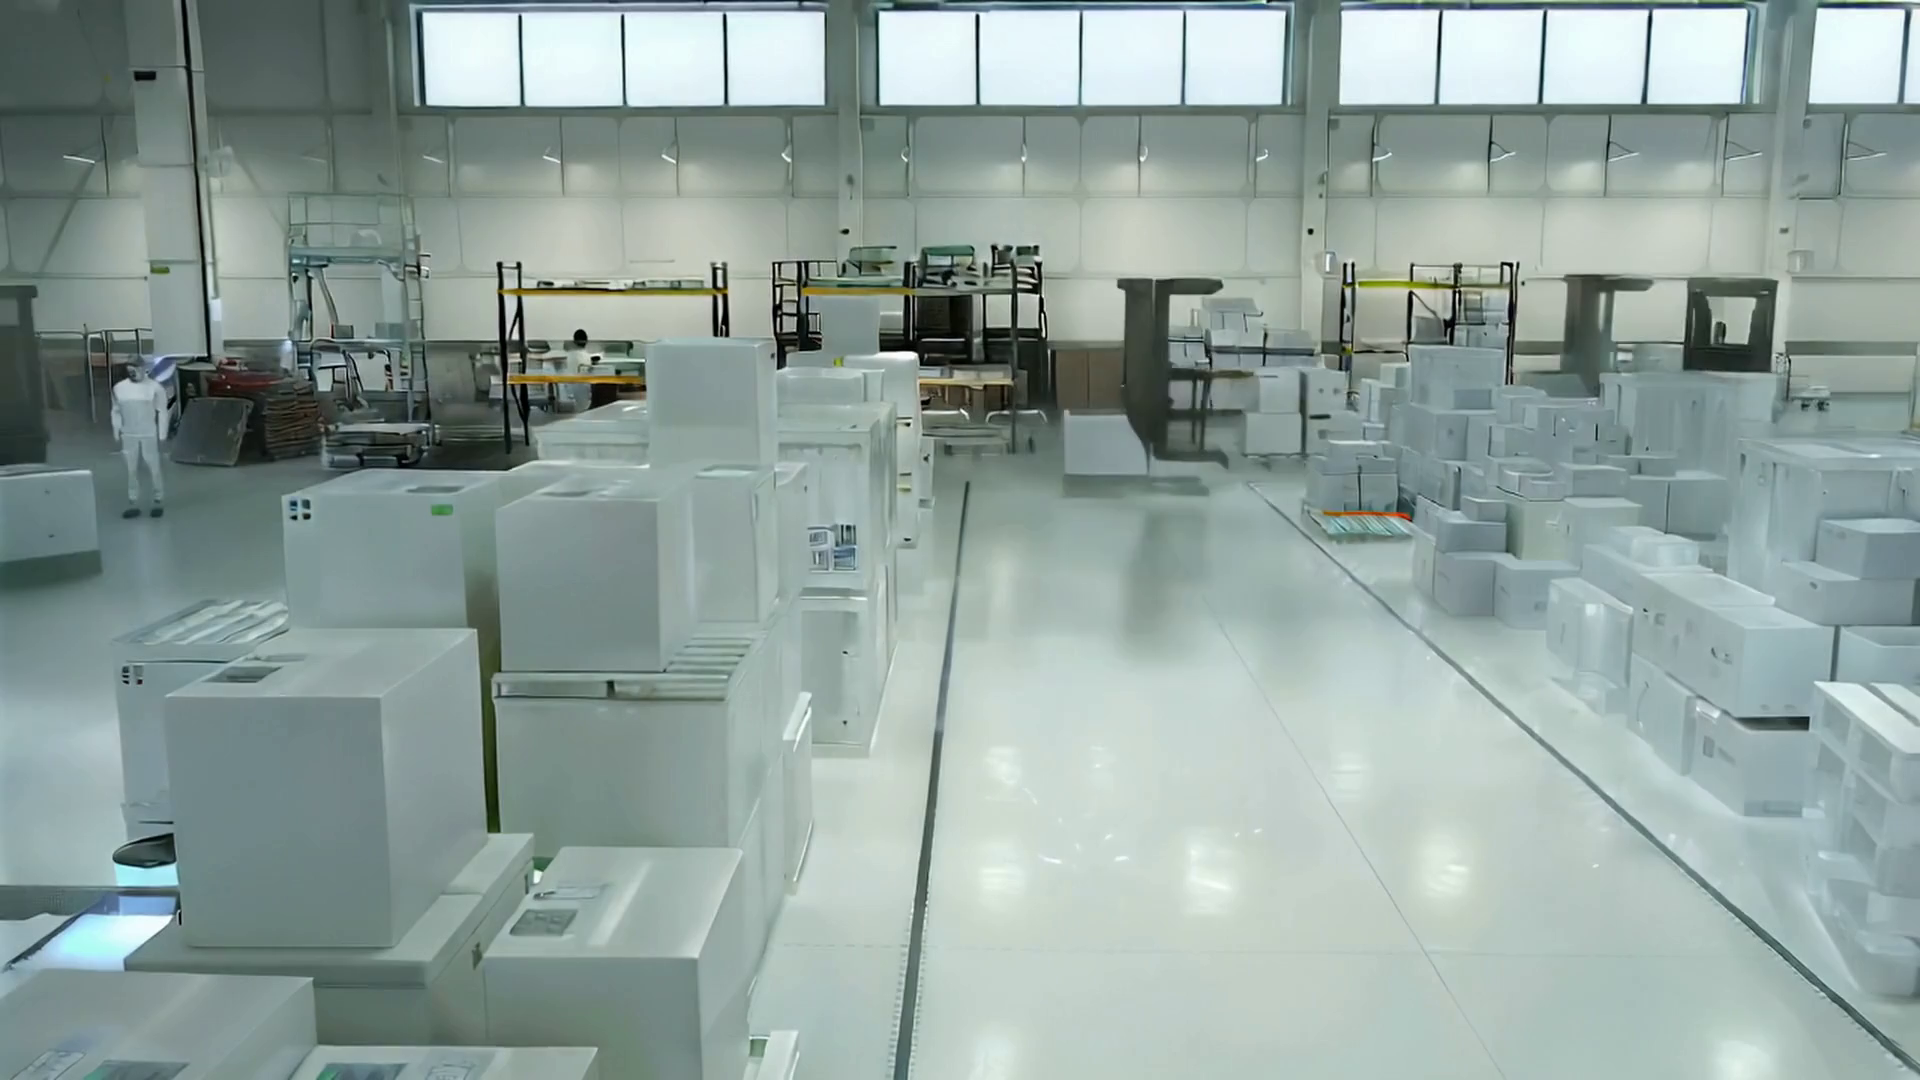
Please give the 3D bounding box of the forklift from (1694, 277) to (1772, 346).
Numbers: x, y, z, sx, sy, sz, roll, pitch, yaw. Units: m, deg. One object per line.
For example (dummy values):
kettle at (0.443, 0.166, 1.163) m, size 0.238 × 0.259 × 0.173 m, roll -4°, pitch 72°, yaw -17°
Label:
forklift at (10.516, -2.201, 22.820) m, size 1.129 × 2.768 × 1.873 m, roll 5°, pitch 11°, yaw 26°

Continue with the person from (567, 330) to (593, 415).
person at (-6.256, -2.511, 27.542) m, size 0.374 × 1.932 × 0.544 m, roll 3°, pitch 10°, yaw 18°

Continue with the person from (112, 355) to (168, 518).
person at (-9.753, -1.228, 19.804) m, size 0.627 × 1.940 × 0.372 m, roll -1°, pitch 10°, yaw -4°

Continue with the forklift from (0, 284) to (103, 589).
forklift at (-9.182, -1.025, 15.774) m, size 1.873 × 2.768 × 1.129 m, roll 7°, pitch 12°, yaw 38°

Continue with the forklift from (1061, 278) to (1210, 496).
forklift at (2.281, -2.009, 21.670) m, size 1.873 × 2.768 × 1.129 m, roll 0°, pitch 9°, yaw 1°

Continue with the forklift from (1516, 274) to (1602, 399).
forklift at (10.881, -3.281, 29.289) m, size 1.873 × 2.768 × 1.129 m, roll 0°, pitch 9°, yaw 1°
